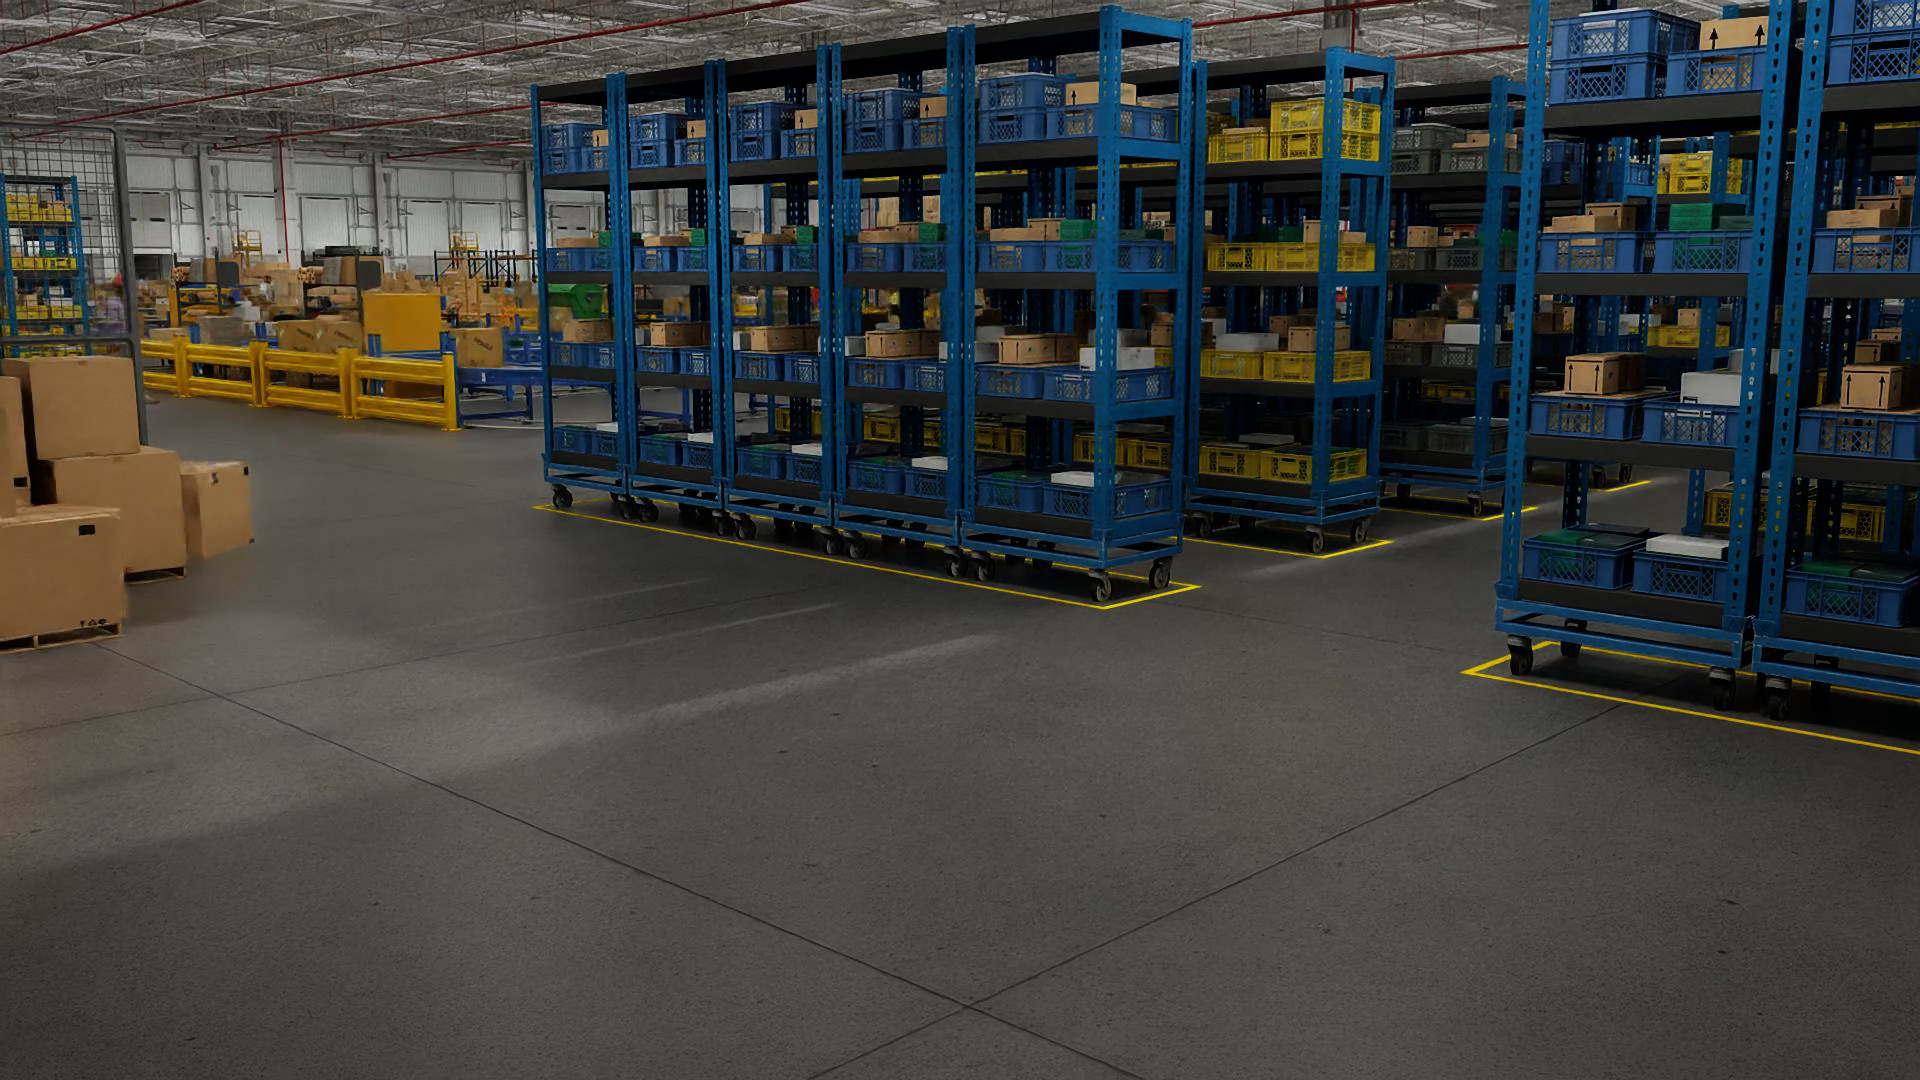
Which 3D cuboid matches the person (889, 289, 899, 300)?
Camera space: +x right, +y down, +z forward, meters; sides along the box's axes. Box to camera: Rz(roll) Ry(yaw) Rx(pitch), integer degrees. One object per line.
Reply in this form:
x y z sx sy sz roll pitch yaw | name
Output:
-2.344 -8.649 59.687 0.399 1.989 0.623 4 10 21 | person

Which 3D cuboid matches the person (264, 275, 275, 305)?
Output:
-25.212 -8.791 61.009 0.527 1.846 0.650 7 11 36 | person

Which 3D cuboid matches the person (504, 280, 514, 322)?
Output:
-15.803 -8.258 58.228 0.537 1.694 0.321 6 11 34 | person

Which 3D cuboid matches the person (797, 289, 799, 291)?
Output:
-5.847 -8.834 61.696 0.895 1.714 0.535 7 11 36 | person

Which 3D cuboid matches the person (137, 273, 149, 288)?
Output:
-33.374 -9.997 68.269 0.659 1.890 0.976 7 12 39 | person

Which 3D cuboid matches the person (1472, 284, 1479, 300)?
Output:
14.352 -6.286 45.845 0.925 1.783 0.613 9 13 43 | person

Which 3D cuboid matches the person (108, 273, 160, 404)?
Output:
-12.820 -3.067 25.425 0.919 2.014 0.619 -1 9 -5 | person

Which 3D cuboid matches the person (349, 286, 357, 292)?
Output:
-24.834 -9.984 68.097 0.587 1.920 0.391 8 12 40 | person

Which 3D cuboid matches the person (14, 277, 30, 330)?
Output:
-29.920 -7.542 53.118 0.542 1.928 0.399 -7 12 -38 | person

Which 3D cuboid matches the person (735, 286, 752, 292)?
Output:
-8.652 -9.762 66.364 0.703 2.000 0.984 0 9 -3 | person

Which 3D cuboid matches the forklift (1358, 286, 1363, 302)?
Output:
11.100 -7.017 46.970 1.873 2.768 1.129 9 13 43 | forklift

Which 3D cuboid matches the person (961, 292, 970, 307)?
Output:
0.243 -7.729 55.266 0.511 1.604 0.805 -7 12 -37 | person

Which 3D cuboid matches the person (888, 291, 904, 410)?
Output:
-0.655 -2.016 19.583 0.691 1.806 0.620 -8 12 -39 | person

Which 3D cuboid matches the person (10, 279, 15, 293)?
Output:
-41.355 -10.714 72.484 0.389 1.949 0.603 -7 12 -36 | person

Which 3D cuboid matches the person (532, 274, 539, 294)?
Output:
-15.828 -8.980 62.094 0.518 1.870 0.323 8 12 40 | person

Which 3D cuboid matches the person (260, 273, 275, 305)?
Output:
-25.768 -8.959 61.839 0.776 1.913 0.552 5 11 28 | person

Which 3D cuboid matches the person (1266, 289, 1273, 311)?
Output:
9.882 -7.458 52.649 0.807 1.912 0.547 8 12 41 | person
